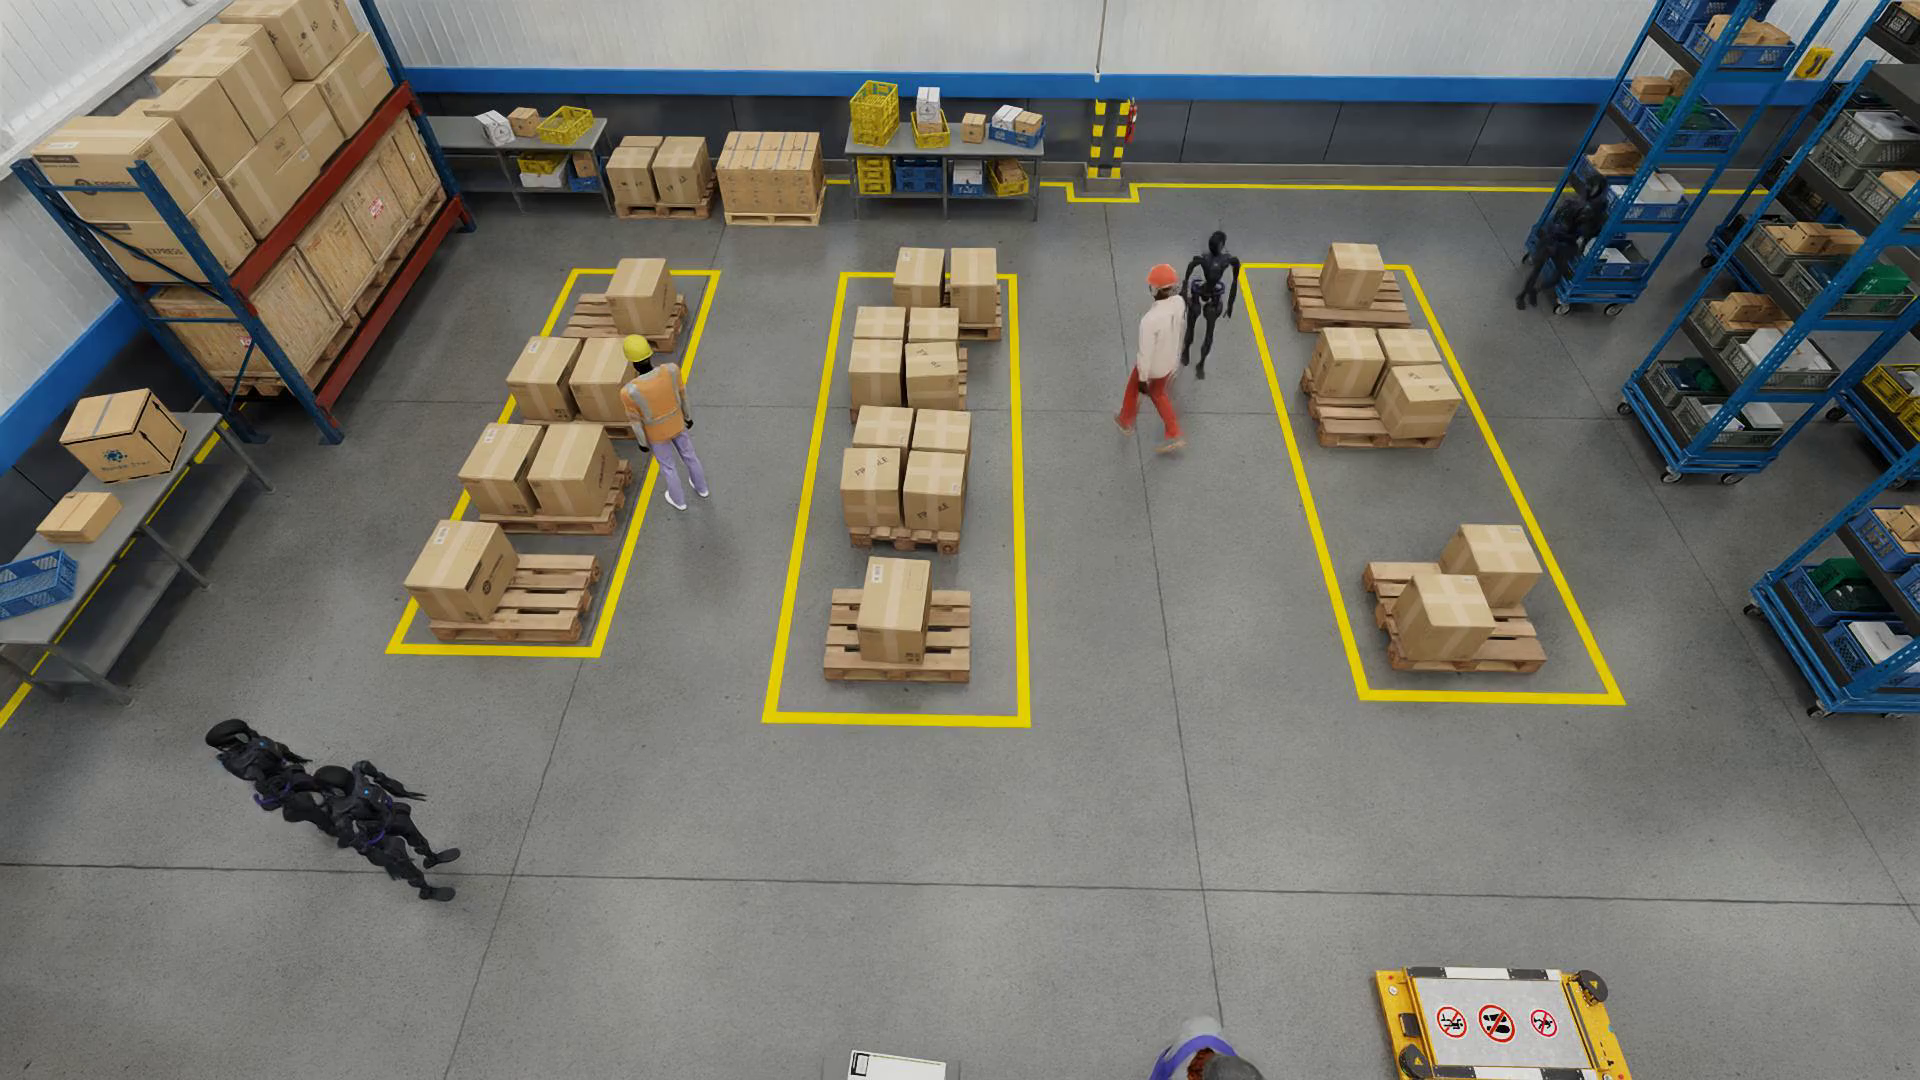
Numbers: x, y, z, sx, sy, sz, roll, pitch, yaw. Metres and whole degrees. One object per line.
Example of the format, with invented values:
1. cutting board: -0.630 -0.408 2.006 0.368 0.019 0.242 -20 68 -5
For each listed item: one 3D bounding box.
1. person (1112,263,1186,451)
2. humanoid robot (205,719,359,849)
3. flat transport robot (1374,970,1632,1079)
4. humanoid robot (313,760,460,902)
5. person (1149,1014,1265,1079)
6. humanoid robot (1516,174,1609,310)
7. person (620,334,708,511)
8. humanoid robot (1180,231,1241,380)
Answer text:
1. person: 1.917 -1.674 8.775 0.613 1.942 0.821 -29 56 -22
2. humanoid robot: -4.517 1.656 6.227 0.360 1.652 0.593 -27 56 -20
3. flat transport robot: 3.501 3.133 5.914 1.431 0.197 0.652 1 51 1
4. humanoid robot: -3.751 1.888 6.031 0.315 1.653 0.603 -7 51 -6
5. person: 1.259 3.029 4.874 0.535 2.000 0.680 12 52 10
6. humanoid robot: 6.735 -3.266 10.231 0.588 1.650 0.477 7 51 6
7. person: -2.678 -1.040 8.273 0.394 1.919 0.579 35 59 25
8. humanoid robot: 2.569 -2.438 9.573 0.613 1.636 0.597 6 51 5
